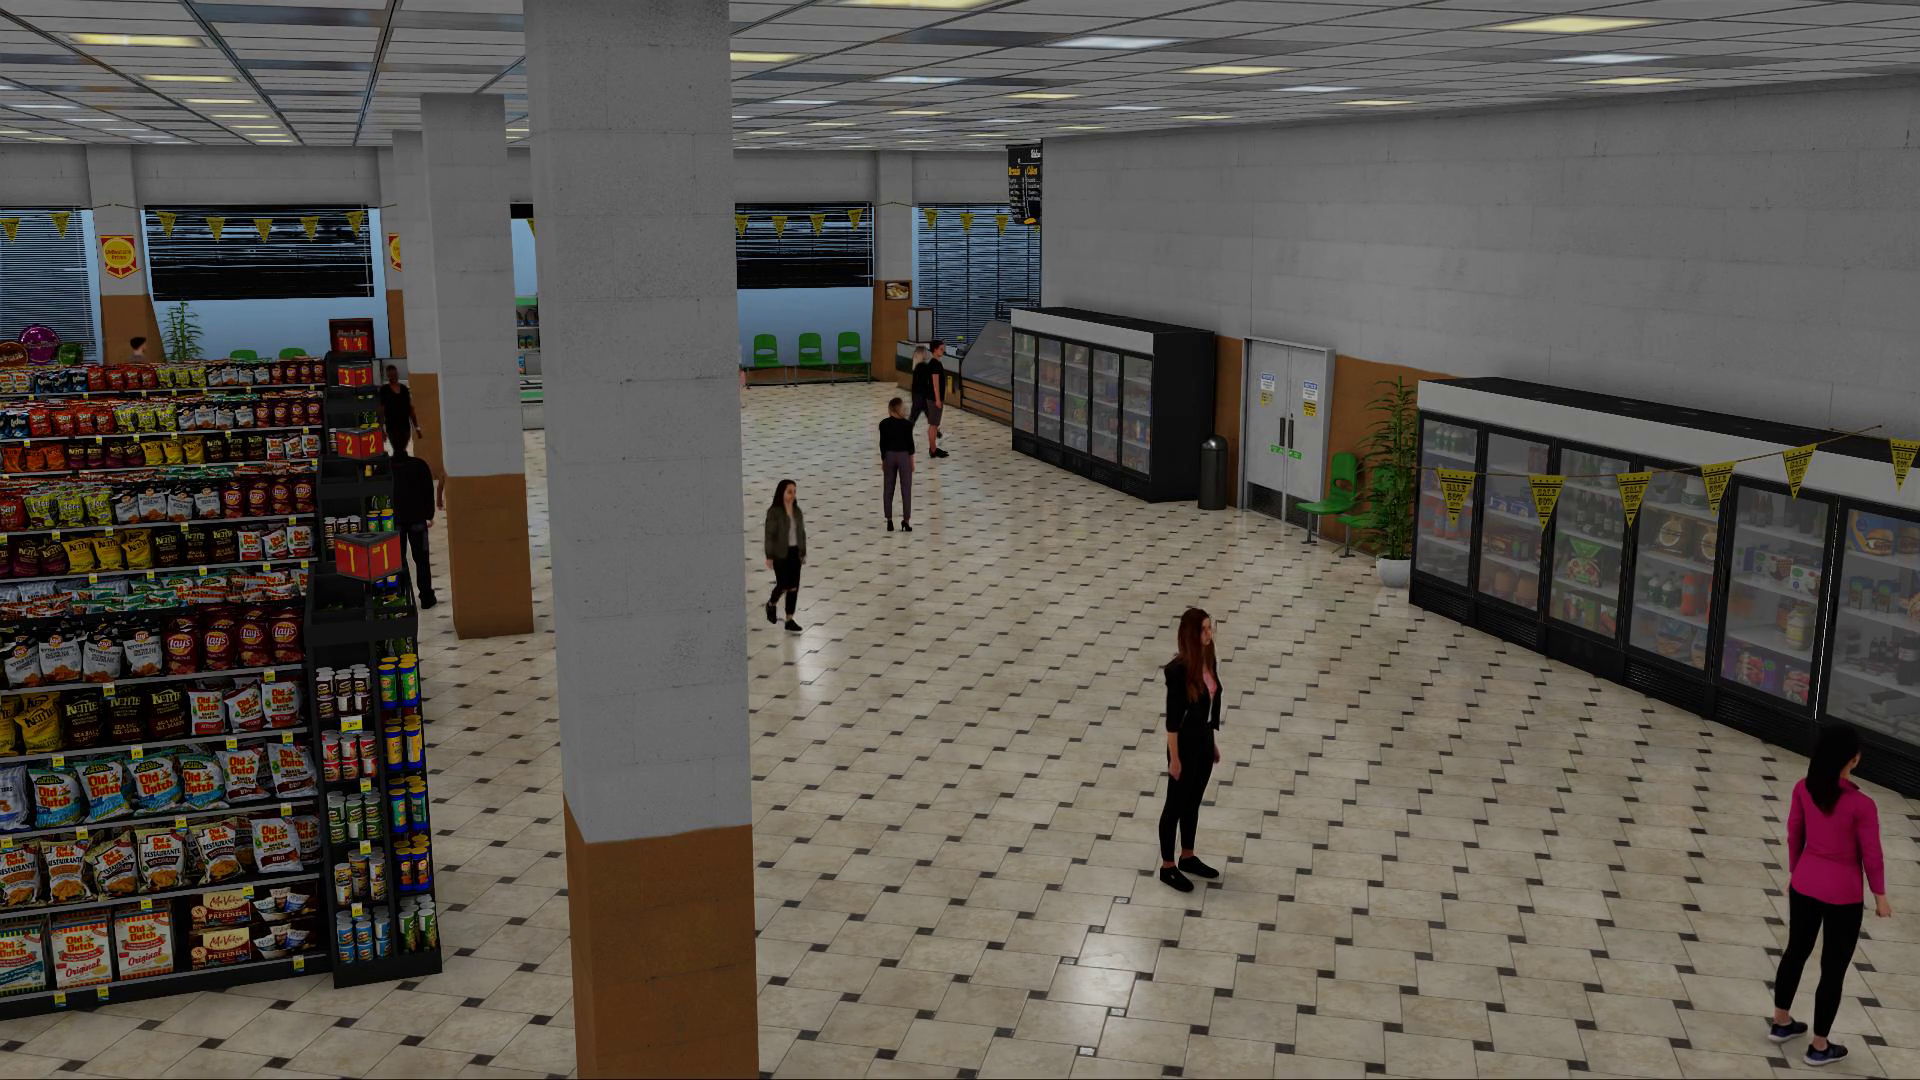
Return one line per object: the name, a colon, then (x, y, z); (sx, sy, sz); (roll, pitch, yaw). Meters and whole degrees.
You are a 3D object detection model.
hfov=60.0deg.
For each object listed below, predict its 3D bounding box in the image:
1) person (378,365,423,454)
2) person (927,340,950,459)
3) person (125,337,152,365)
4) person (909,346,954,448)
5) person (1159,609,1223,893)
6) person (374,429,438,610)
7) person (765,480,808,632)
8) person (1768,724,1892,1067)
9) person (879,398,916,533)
person: (-7.939, -1.560, 23.269); (0.898, 1.789, 0.834); (5, 13, 24)
person: (-0.393, -2.255, 26.397); (0.726, 1.861, 0.756); (0, 12, 1)
person: (-12.977, -2.218, 26.232); (1.117, 1.856, 1.259); (8, 14, 32)
person: (-0.745, -2.294, 27.104); (1.144, 1.646, 0.746); (-3, 12, -13)
person: (1.392, 1.248, 10.121); (0.740, 1.713, 0.611); (11, 16, 42)
person: (-5.575, -0.208, 16.732); (0.531, 1.838, 0.793); (-3, 12, -14)
person: (-1.711, 0.144, 15.953); (0.718, 1.470, 0.777); (-10, 15, -39)
person: (4.143, 1.709, 7.977); (0.653, 1.694, 0.627); (-6, 13, -27)
person: (-0.778, -0.929, 20.557); (0.643, 1.671, 0.742); (3, 12, 14)
